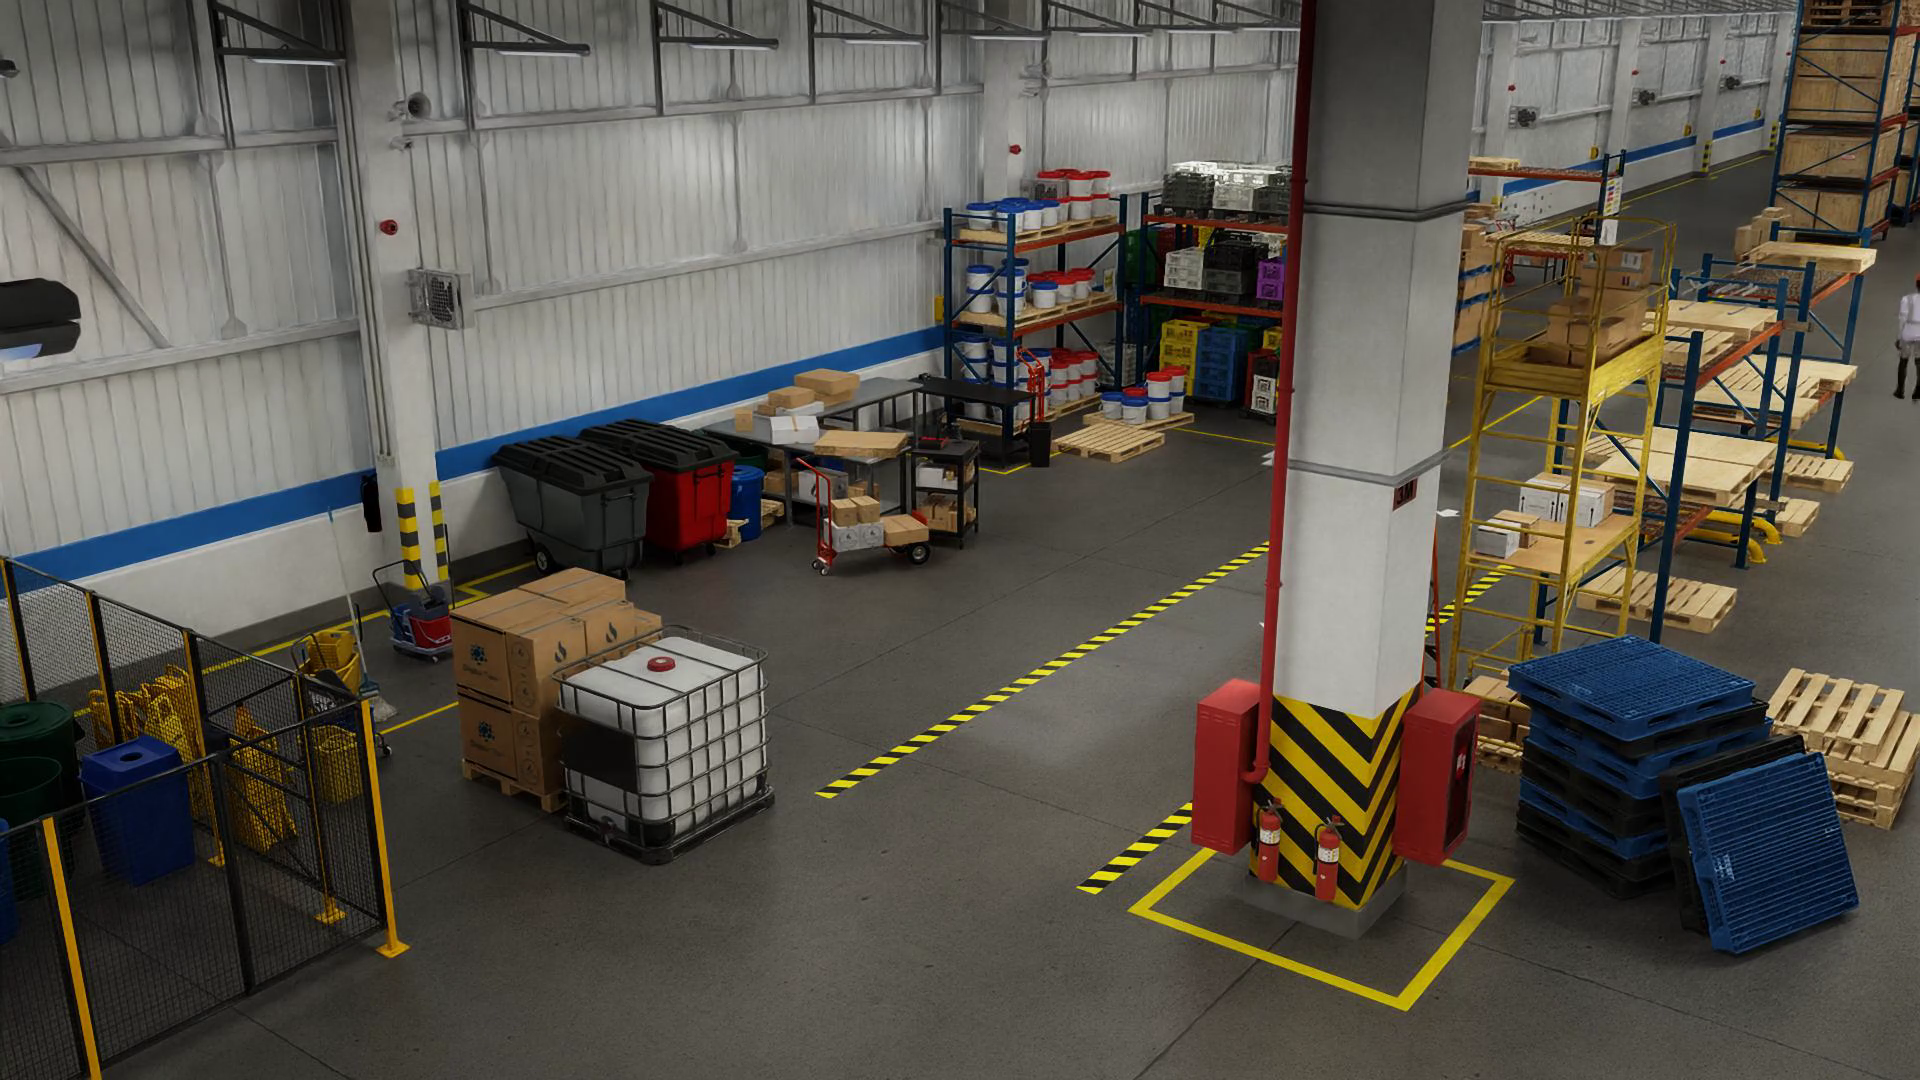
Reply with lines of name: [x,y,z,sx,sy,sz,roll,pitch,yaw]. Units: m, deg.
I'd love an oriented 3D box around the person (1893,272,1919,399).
person: [13.937,-2.967,24.235,0.547,1.917,0.665,5,19,14]
